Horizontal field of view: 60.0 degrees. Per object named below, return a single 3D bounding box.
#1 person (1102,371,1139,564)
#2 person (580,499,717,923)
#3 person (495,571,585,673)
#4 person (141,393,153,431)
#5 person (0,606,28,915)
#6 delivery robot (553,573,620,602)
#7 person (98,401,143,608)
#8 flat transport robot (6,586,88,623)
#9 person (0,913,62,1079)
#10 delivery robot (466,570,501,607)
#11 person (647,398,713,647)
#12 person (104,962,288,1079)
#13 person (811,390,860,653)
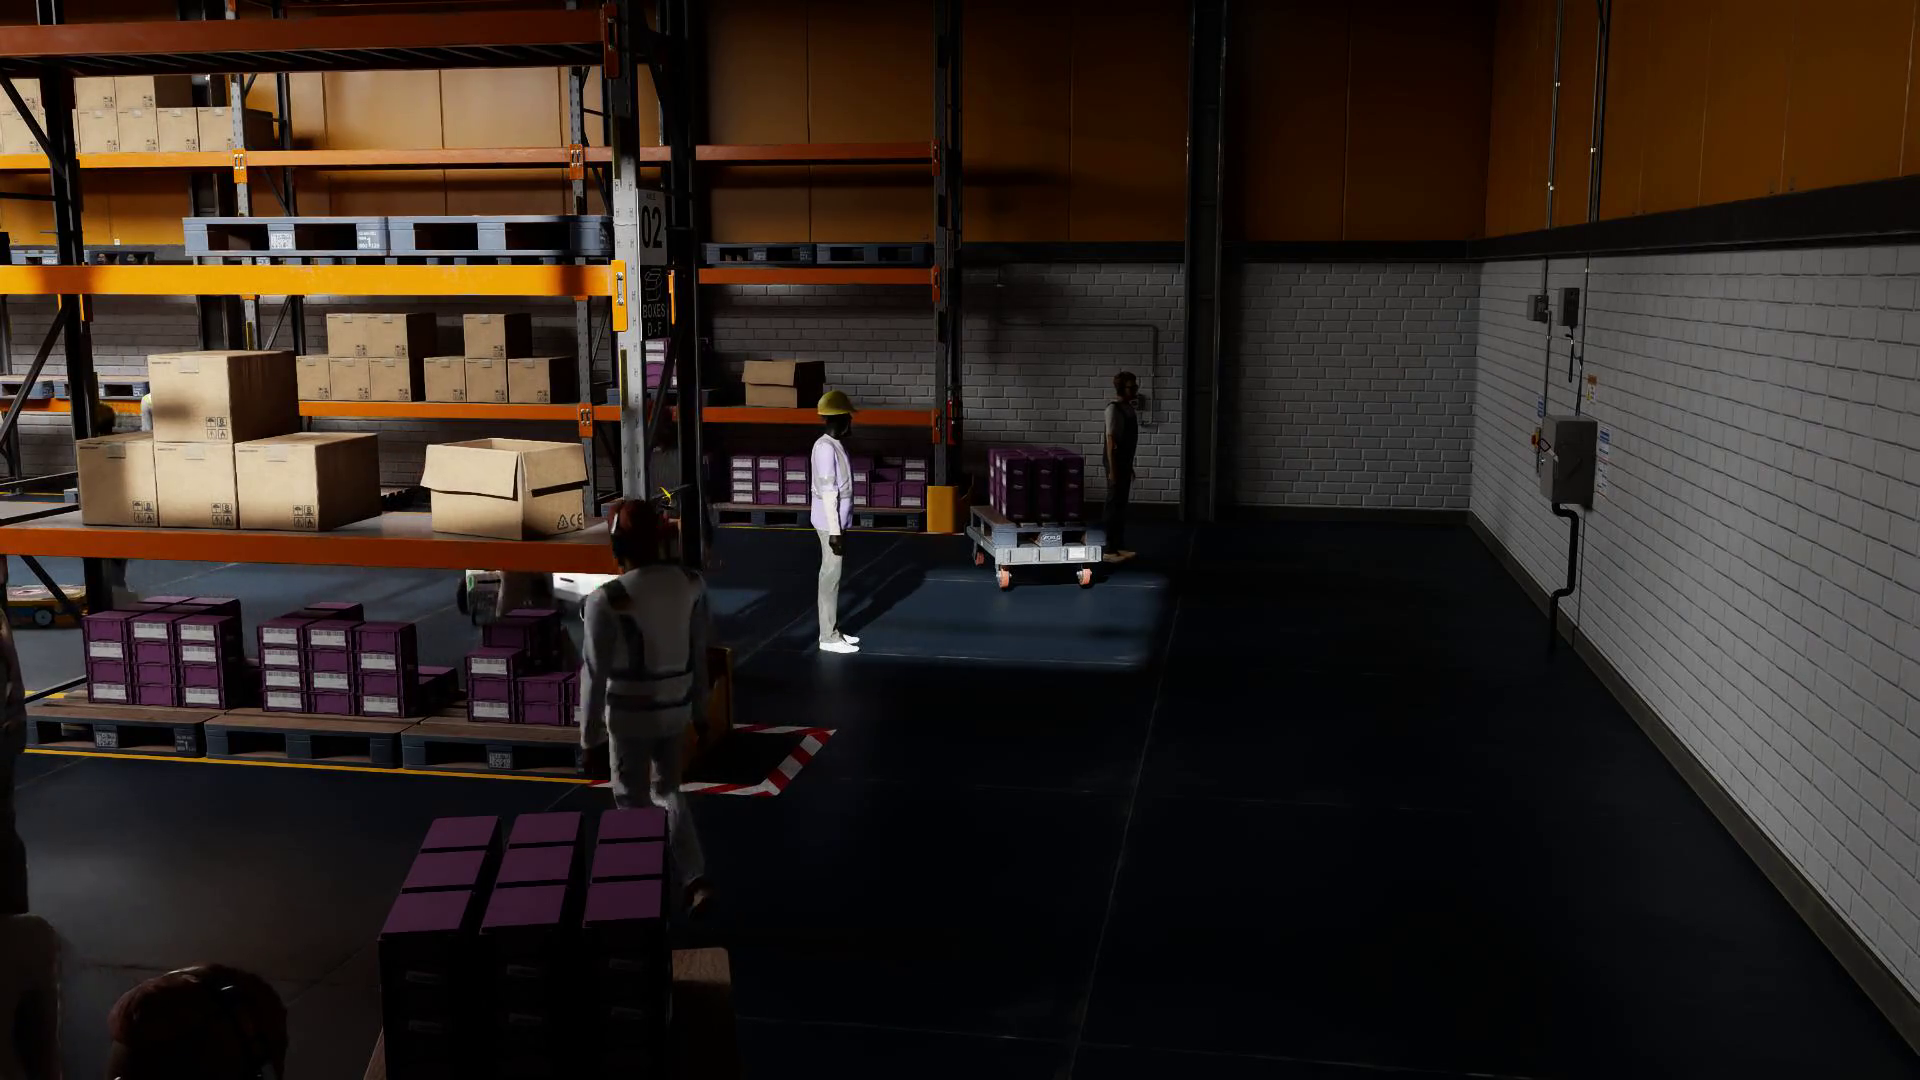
[{"bbox_3d":[1.559,-0.705,16.063,0.350,1.846,0.506,5,10,27],"label":"person"},{"bbox_3d":[-1.295,0.755,6.895,0.444,1.874,0.611,9,13,43],"label":"person"},{"bbox_3d":[-2.751,0.260,10.850,0.874,1.591,0.523,1,9,6],"label":"person"},{"bbox_3d":[-8.253,-0.914,17.365,0.429,1.846,0.627,5,11,29],"label":"person"},{"bbox_3d":[-3.926,0.826,6.602,0.404,1.834,0.591,-6,11,-34],"label":"person"},{"bbox_3d":[-2.928,0.341,13.275,0.707,0.478,0.477,8,12,41],"label":"delivery robot"},{"bbox_3d":[-6.004,-0.060,11.924,0.545,1.896,0.592,-2,9,-14],"label":"person"},{"bbox_3d":[-7.558,0.515,13.362,1.431,0.197,0.652,-1,9,-5],"label":"flat transport robot"},{"bbox_3d":[-2.239,1.402,3.739,0.593,1.609,0.512,7,12,38],"label":"person"},{"bbox_3d":[-3.827,0.306,13.491,0.477,0.478,0.707,-3,10,-17],"label":"delivery robot"},{"bbox_3d":[-1.932,0.025,11.222,0.744,1.951,0.634,5,10,26],"label":"person"},{"bbox_3d":[-0.982,1.491,2.250,0.643,1.909,0.409,3,10,18],"label":"person"},{"bbox_3d":[-0.923,-0.139,12.285,0.354,1.931,0.587,0,9,-2],"label":"person"}]
